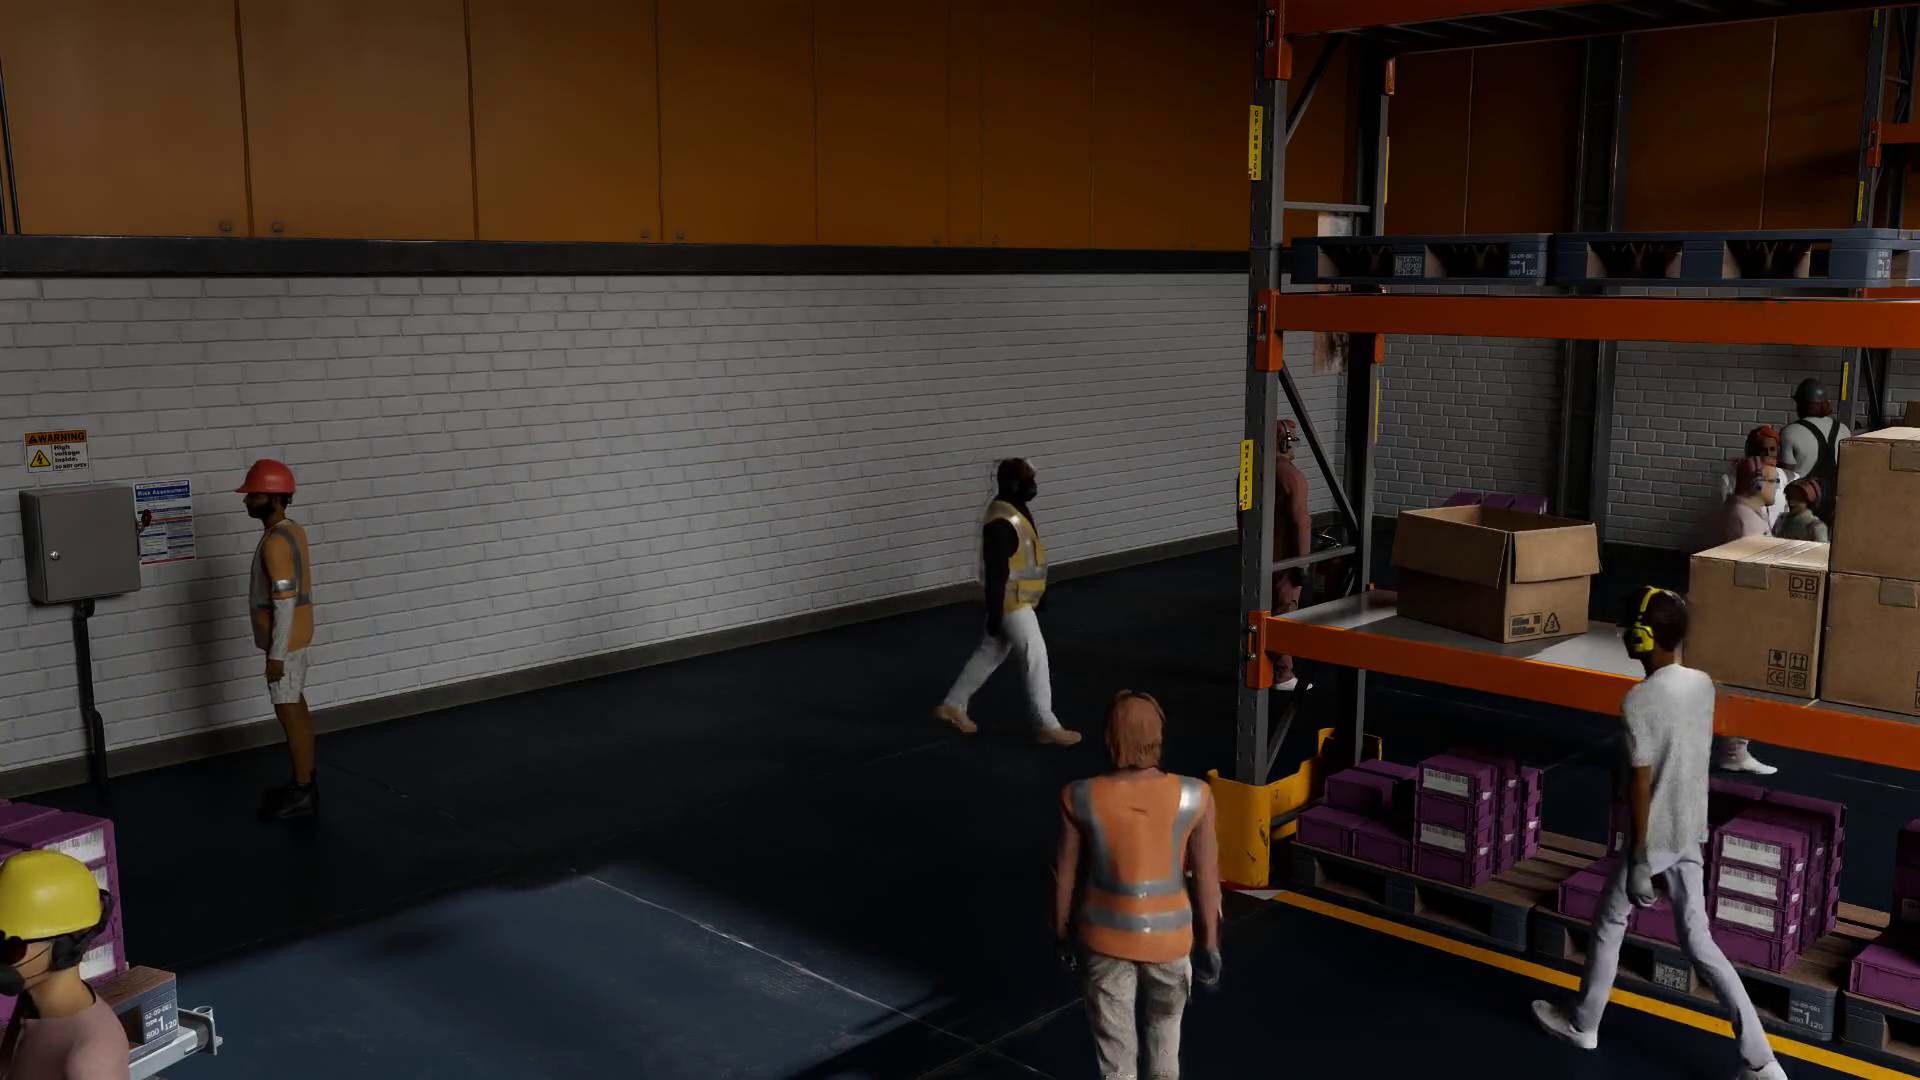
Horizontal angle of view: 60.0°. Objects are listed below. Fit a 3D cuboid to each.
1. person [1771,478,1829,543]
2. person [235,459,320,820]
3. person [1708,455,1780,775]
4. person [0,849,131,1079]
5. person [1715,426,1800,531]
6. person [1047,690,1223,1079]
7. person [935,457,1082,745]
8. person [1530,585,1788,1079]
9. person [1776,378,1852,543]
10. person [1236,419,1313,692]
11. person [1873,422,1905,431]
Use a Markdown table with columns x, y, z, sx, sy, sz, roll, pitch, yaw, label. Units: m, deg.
| x | y | z | sx | sy | sz | roll | pitch | yaw | label |
| --- | --- | --- | --- | --- | --- | --- | --- | --- | --- |
| 5.583 | 0.361 | 11.078 | 0.861 | 1.591 | 0.578 | 1 | 9 | 4 | person |
| -3.667 | 0.529 | 8.967 | 0.340 | 1.941 | 0.551 | -3 | 10 | -15 | person |
| 4.463 | 0.446 | 9.621 | 0.564 | 1.890 | 0.667 | 3 | 10 | 17 | person |
| -1.880 | 1.505 | 3.517 | 0.303 | 1.772 | 0.530 | -9 | 13 | -43 | person |
| 5.514 | 0.148 | 11.535 | 0.579 | 1.876 | 0.350 | 0 | 9 | 2 | person |
| 0.556 | 1.269 | 5.394 | 0.550 | 1.613 | 0.659 | 0 | 9 | 1 | person |
| 0.273 | 0.366 | 10.399 | 0.929 | 1.805 | 0.621 | 1 | 9 | 8 | person |
| 2.566 | 1.076 | 5.990 | 0.518 | 1.834 | 0.951 | -5 | 11 | -30 | person |
| 7.111 | -0.354 | 14.080 | 0.683 | 2.000 | 0.538 | -2 | 10 | -14 | person |
| 2.230 | 0.107 | 11.665 | 0.408 | 1.906 | 0.652 | -6 | 11 | -32 | person |
| 6.846 | 0.041 | 12.322 | 0.464 | 1.821 | 0.597 | 7 | 12 | 37 | person |
